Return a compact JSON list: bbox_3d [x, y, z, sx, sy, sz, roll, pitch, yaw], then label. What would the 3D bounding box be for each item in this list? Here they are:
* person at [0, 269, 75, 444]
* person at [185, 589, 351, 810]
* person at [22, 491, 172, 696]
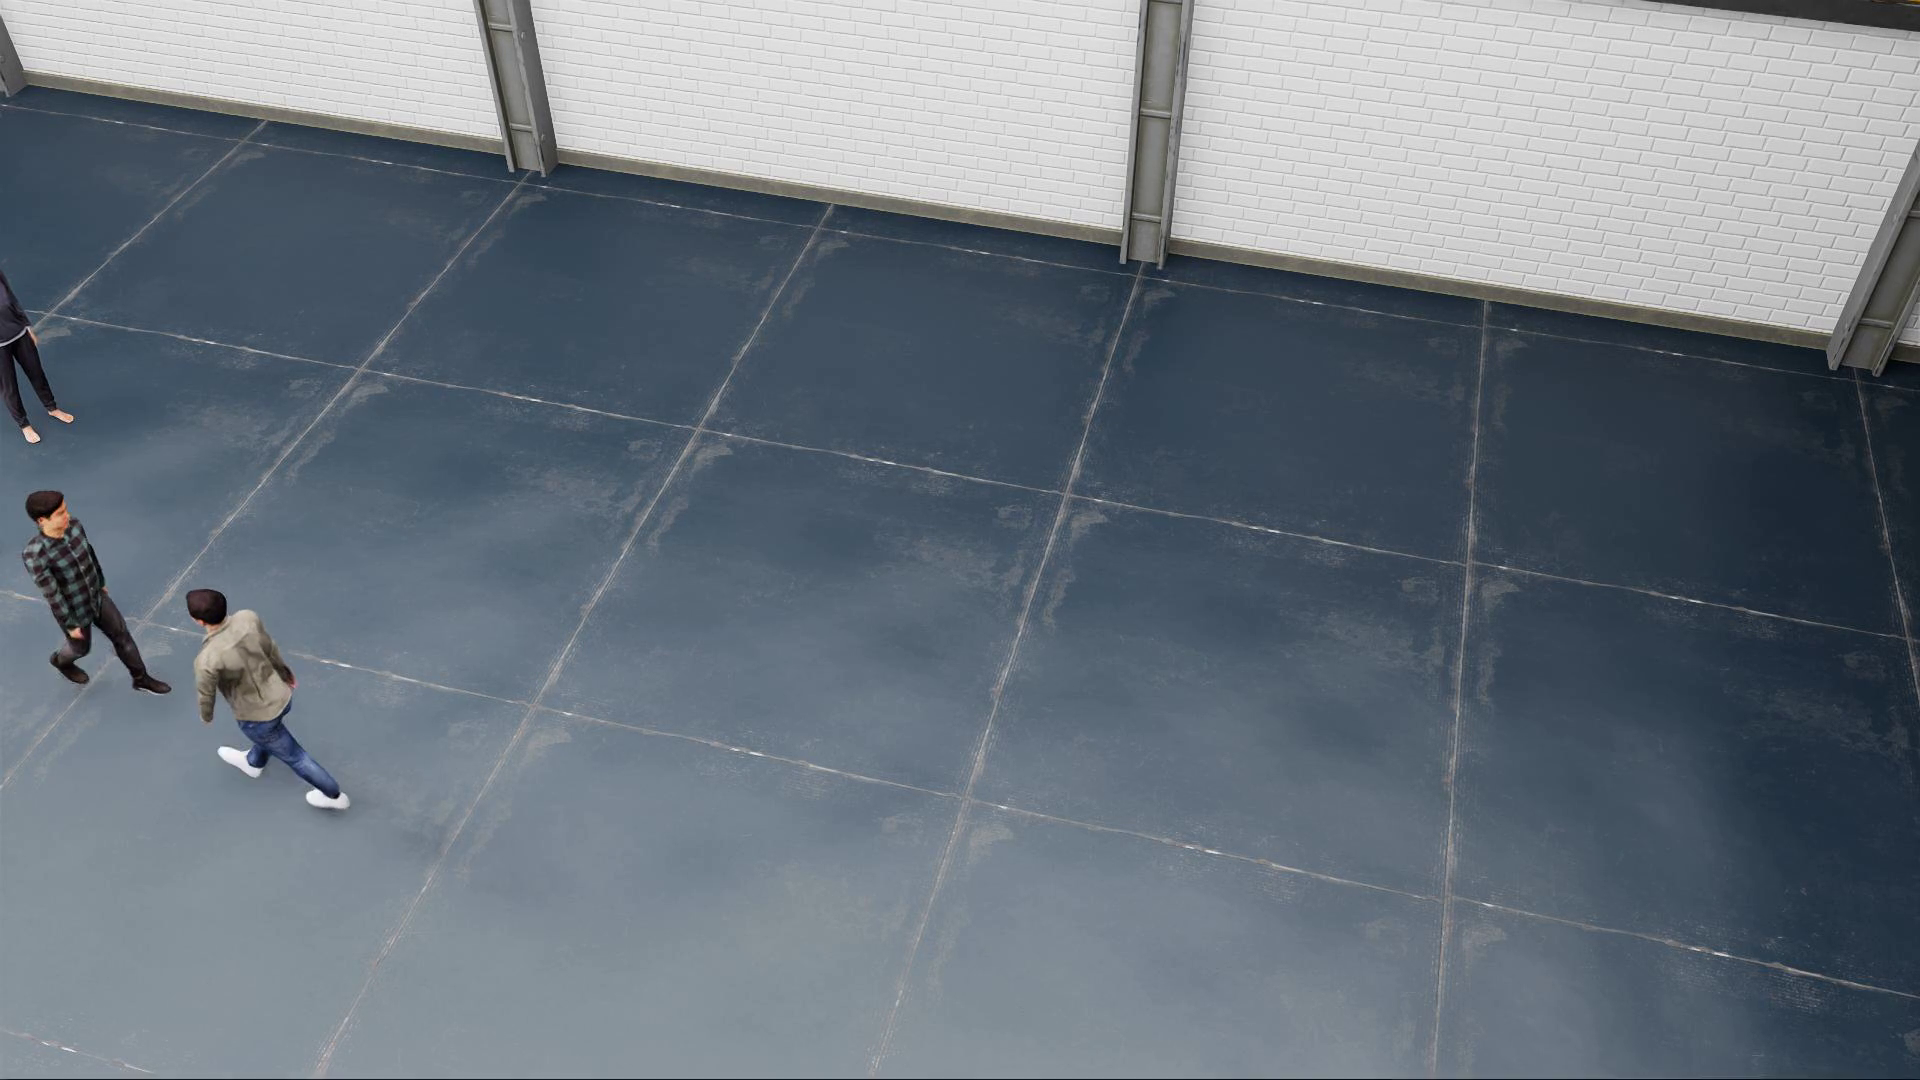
[{"bbox_3d":[-7.317,-1.555,12.706,0.628,1.727,0.664,25,49,24],"label":"person"},{"bbox_3d":[-4.091,1.024,9.934,1.153,1.816,0.718,10,45,11],"label":"person"},{"bbox_3d":[-5.664,0.366,10.575,1.023,1.684,0.699,14,45,14],"label":"person"}]
